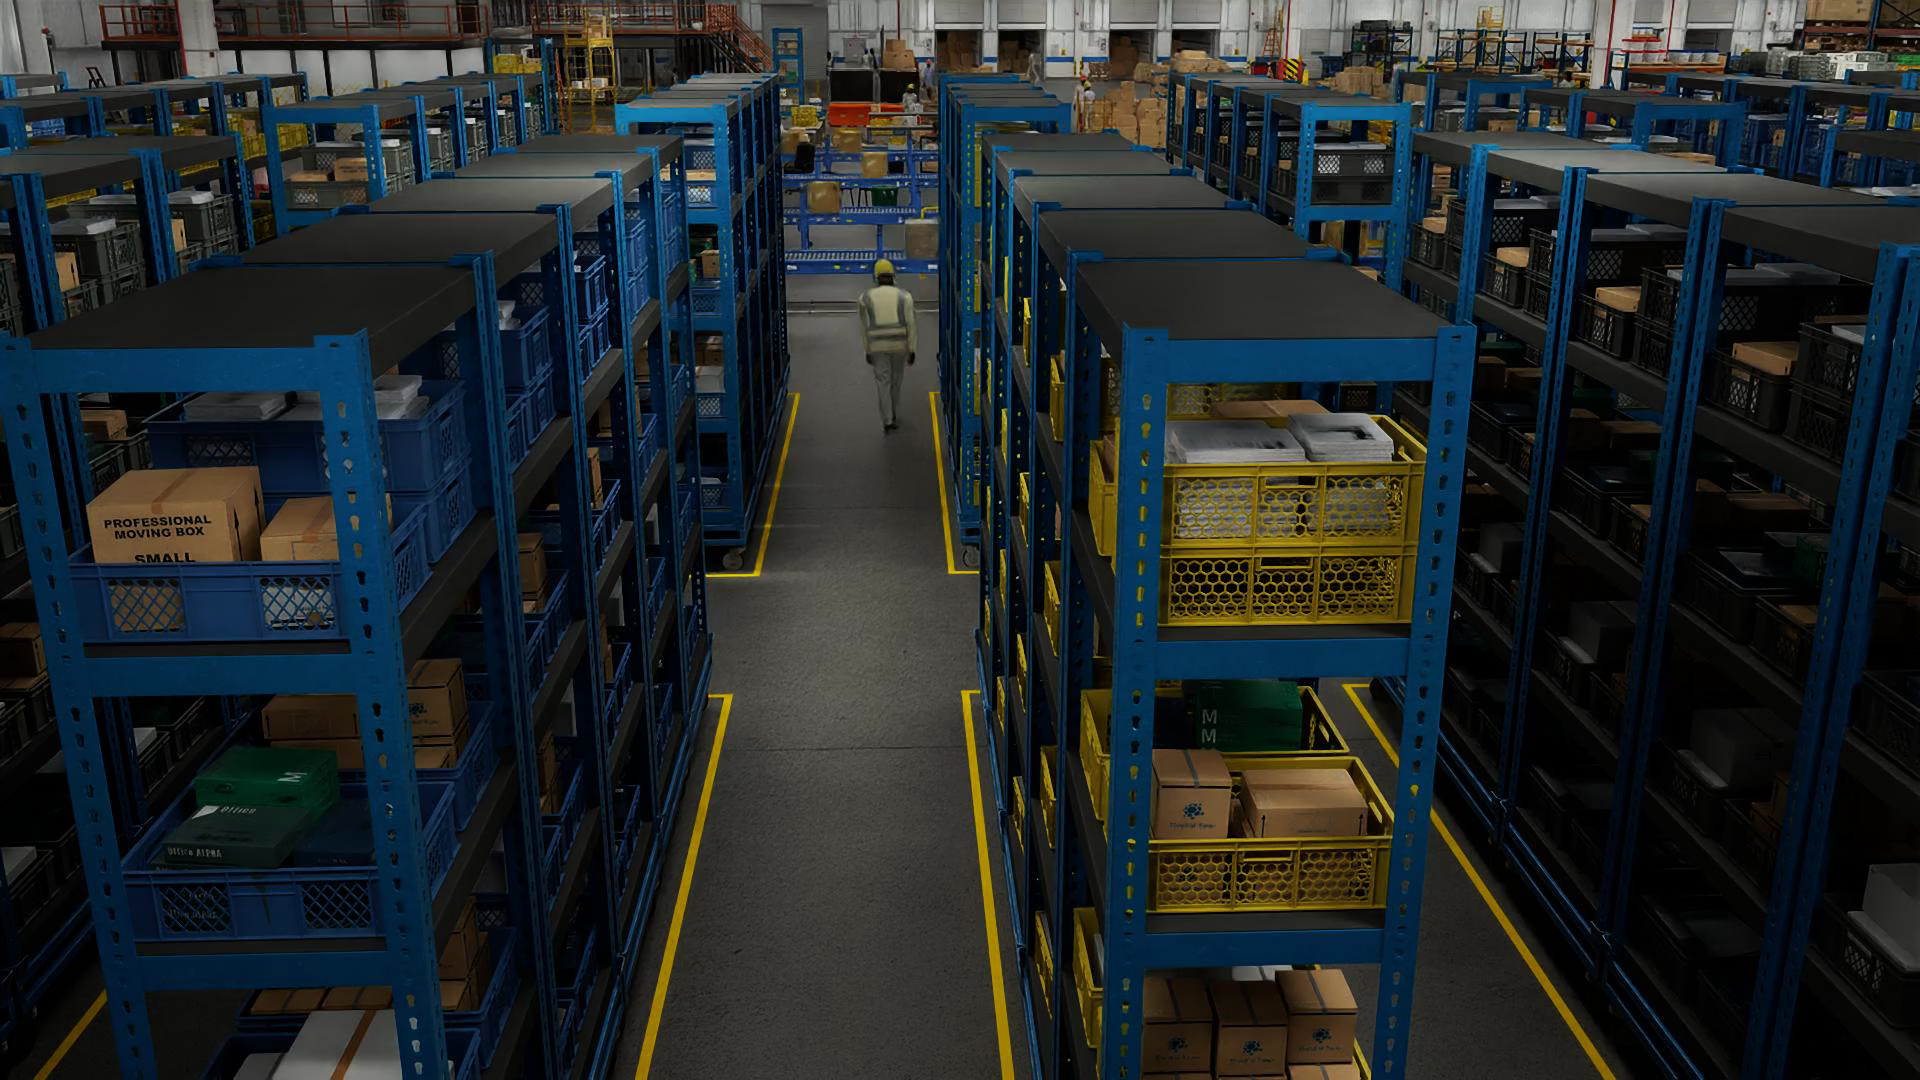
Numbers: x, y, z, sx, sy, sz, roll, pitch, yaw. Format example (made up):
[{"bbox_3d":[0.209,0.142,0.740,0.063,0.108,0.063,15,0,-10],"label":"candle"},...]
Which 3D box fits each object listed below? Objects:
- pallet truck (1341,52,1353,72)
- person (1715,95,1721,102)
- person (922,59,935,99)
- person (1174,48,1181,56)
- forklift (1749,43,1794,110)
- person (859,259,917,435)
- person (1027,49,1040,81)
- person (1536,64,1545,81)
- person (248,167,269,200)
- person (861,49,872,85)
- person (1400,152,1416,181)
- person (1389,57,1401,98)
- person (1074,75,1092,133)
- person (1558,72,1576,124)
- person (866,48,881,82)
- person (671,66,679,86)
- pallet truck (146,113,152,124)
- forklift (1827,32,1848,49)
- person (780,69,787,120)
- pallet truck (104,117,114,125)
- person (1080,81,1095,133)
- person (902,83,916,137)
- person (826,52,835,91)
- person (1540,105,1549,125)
[{"bbox_3d":[18.794,-23.123,82.231,0.823,1.965,1.885,-13,22,-35],"label":"pallet truck"},{"bbox_3d":[21.698,-11.853,47.730,0.524,1.768,0.313,-16,24,-40],"label":"person"},{"bbox_3d":[-1.429,-20.275,73.570,0.560,1.907,0.786,7,19,21],"label":"person"},{"bbox_3d":[12.386,-26.936,94.280,0.430,1.845,0.622,-7,19,-21],"label":"person"},{"bbox_3d":[31.203,-17.586,63.683,1.129,2.768,1.873,-1,18,-2],"label":"forklift"},{"bbox_3d":[-0.746,-2.011,17.309,0.591,1.764,0.959,-1,18,-4],"label":"person"},{"bbox_3d":[4.073,-27.036,94.639,0.985,1.820,0.536,6,19,17],"label":"person"},{"bbox_3d":[24.103,-18.860,69.270,0.512,1.859,0.321,-10,20,-28],"label":"person"},{"bbox_3d":[-13.624,-6.944,32.536,0.533,1.767,0.326,0,18,-1],"label":"person"},{"bbox_3d":[-5.084,-25.706,90.365,0.610,1.905,0.982,0,18,0],"label":"person"},{"bbox_3d":[11.104,-9.676,40.797,0.658,1.893,0.544,2,18,5],"label":"person"},{"bbox_3d":[20.457,-21.728,78.130,0.540,1.868,0.597,-9,20,-27],"label":"person"},{"bbox_3d":[4.210,-14.960,57.064,0.623,1.955,1.019,1,18,4],"label":"person"},{"bbox_3d":[22.060,-16.040,60.453,0.620,1.905,1.016,-1,18,-2],"label":"person"},{"bbox_3d":[-4.809,-26.700,93.553,1.009,1.849,0.634,-4,18,-13],"label":"person"},{"bbox_3d":[-11.491,-18.284,67.539,0.651,1.822,0.529,-17,24,-42],"label":"person"},{"bbox_3d":[-18.087,-8.309,36.390,1.885,1.965,0.823,-1,18,-4],"label":"pallet truck"},{"bbox_3d":[46.023,-25.321,87.619,1.129,2.768,1.873,-1,18,-2],"label":"forklift"},{"bbox_3d":[-6.802,-16.909,63.186,0.361,1.882,0.575,13,22,36],"label":"person"},{"bbox_3d":[-18.367,-7.885,35.078,1.885,1.965,0.823,1,18,2],"label":"pallet truck"},{"bbox_3d":[4.155,-14.090,54.544,0.591,1.833,0.403,-15,23,-39],"label":"person"},{"bbox_3d":[-1.694,-14.350,55.507,0.486,1.734,0.359,-8,20,-24],"label":"person"},{"bbox_3d":[-6.575,-23.770,84.378,0.383,1.915,0.596,-16,24,-40],"label":"person"},{"bbox_3d":[19.144,-14.053,54.808,0.844,1.583,0.525,11,21,31],"label":"person"}]
